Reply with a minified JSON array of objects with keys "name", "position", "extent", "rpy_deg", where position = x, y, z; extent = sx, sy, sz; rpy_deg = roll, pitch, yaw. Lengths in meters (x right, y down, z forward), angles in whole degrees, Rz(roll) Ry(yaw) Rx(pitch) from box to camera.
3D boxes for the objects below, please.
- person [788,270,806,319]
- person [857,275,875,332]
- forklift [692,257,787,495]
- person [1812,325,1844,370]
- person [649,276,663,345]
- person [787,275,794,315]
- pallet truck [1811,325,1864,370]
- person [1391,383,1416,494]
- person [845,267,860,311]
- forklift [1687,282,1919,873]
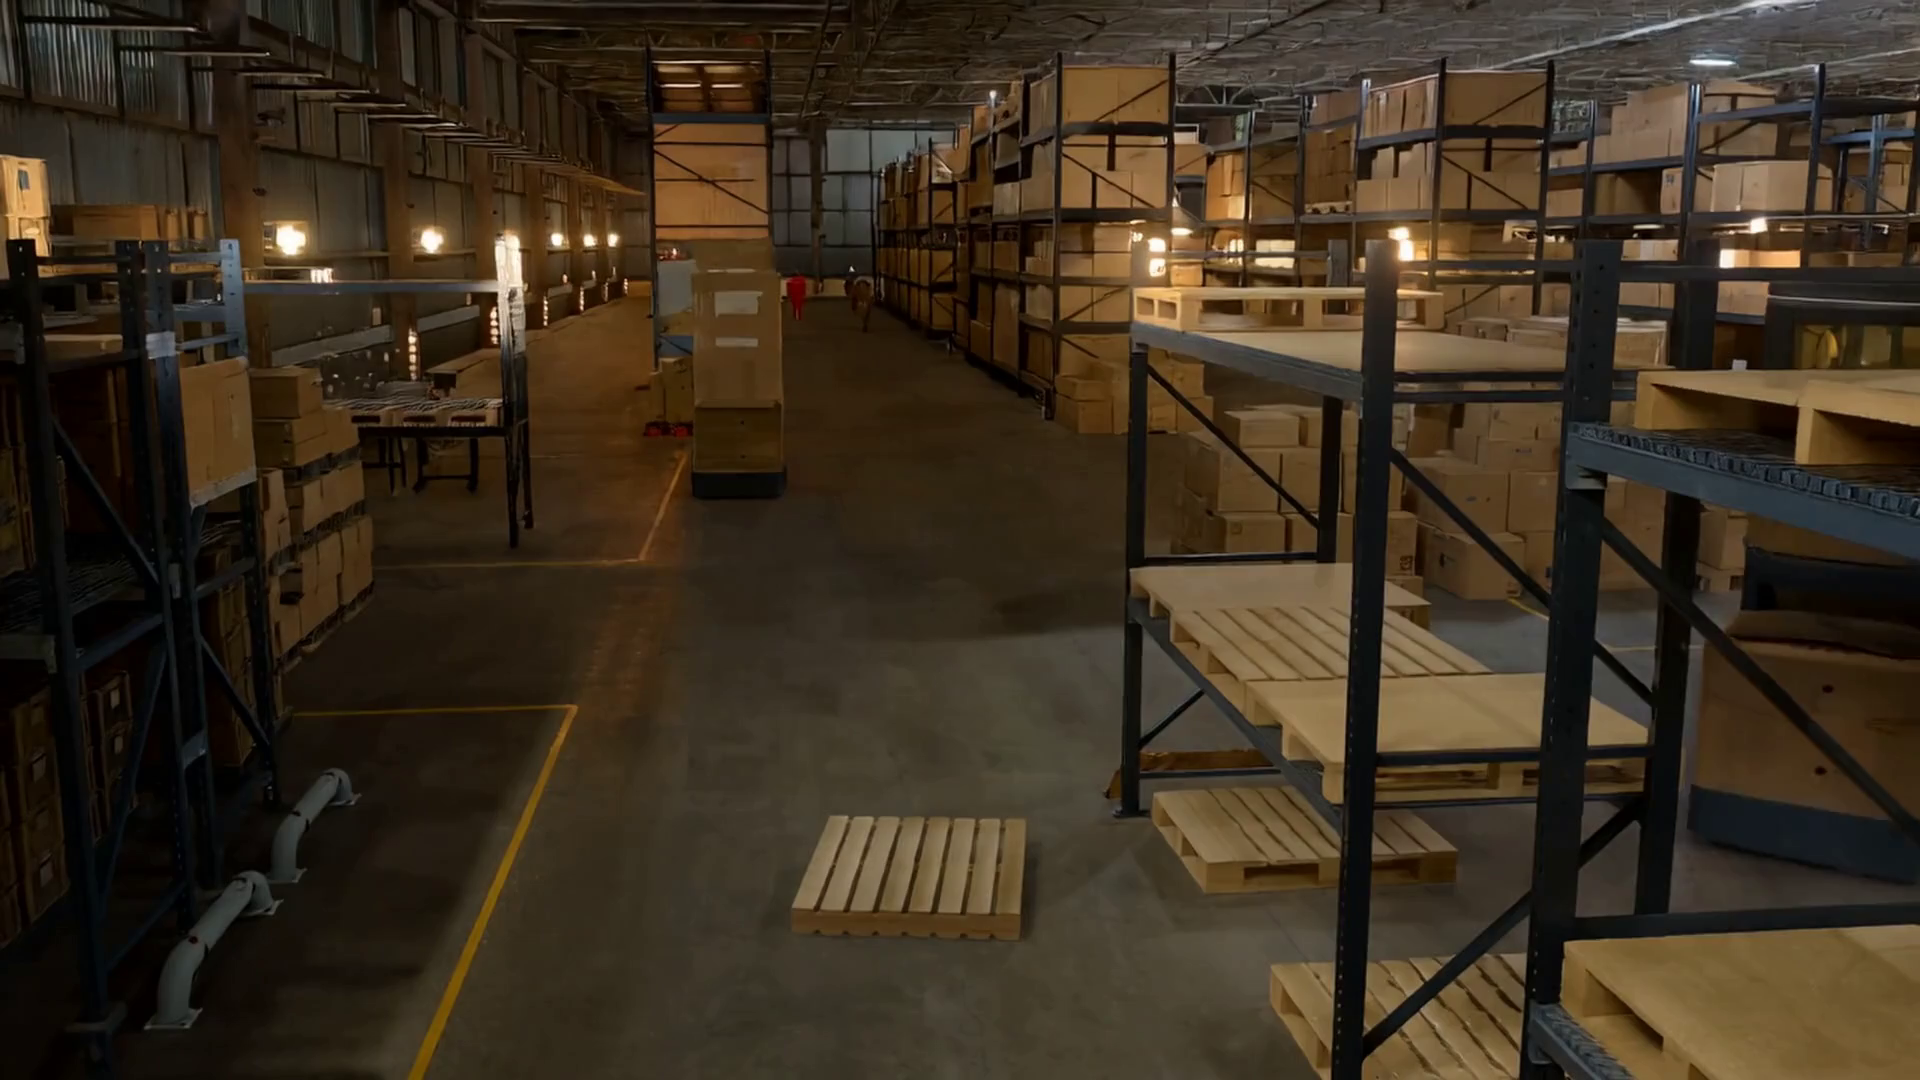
[{"name":"person","position":[-6.265,-9.399,63.746],"extent":[0.673,1.889,0.430],"rpy_deg":[-2,10,-12]},{"name":"person","position":[-3.107,-7.843,55.159],"extent":[0.650,1.891,0.487],"rpy_deg":[-3,11,-14]},{"name":"forklift","position":[-2.703,-2.040,20.238],"extent":[1.129,2.768,1.873],"rpy_deg":[-1,10,-6]},{"name":"person","position":[13.129,-2.451,25.215],"extent":[0.397,1.911,0.587],"rpy_deg":[9,14,42]},{"name":"person","position":[-8.820,-6.665,48.183],"extent":[0.379,2.041,0.616],"rpy_deg":[3,11,18]},{"name":"person","position":[-6.793,-9.981,67.701],"extent":[0.537,1.621,0.386],"rpy_deg":[1,10,5]},{"name":"pallet truck","position":[15.846,-3.142,28.793],"extent":[1.885,1.965,0.823],"rpy_deg":[2,10,12]},{"name":"person","position":[5.283,-1.529,20.017],"extent":[0.376,1.936,0.549],"rpy_deg":[-6,12,-31]},{"name":"person","position":[-4.615,-10.824,71.672],"extent":[0.655,1.879,1.035],"rpy_deg":[-1,10,-5]},{"name":"forklift","position":[4.600,0.063,8.585],"extent":[1.129,2.768,1.873],"rpy_deg":[7,12,34]}]
